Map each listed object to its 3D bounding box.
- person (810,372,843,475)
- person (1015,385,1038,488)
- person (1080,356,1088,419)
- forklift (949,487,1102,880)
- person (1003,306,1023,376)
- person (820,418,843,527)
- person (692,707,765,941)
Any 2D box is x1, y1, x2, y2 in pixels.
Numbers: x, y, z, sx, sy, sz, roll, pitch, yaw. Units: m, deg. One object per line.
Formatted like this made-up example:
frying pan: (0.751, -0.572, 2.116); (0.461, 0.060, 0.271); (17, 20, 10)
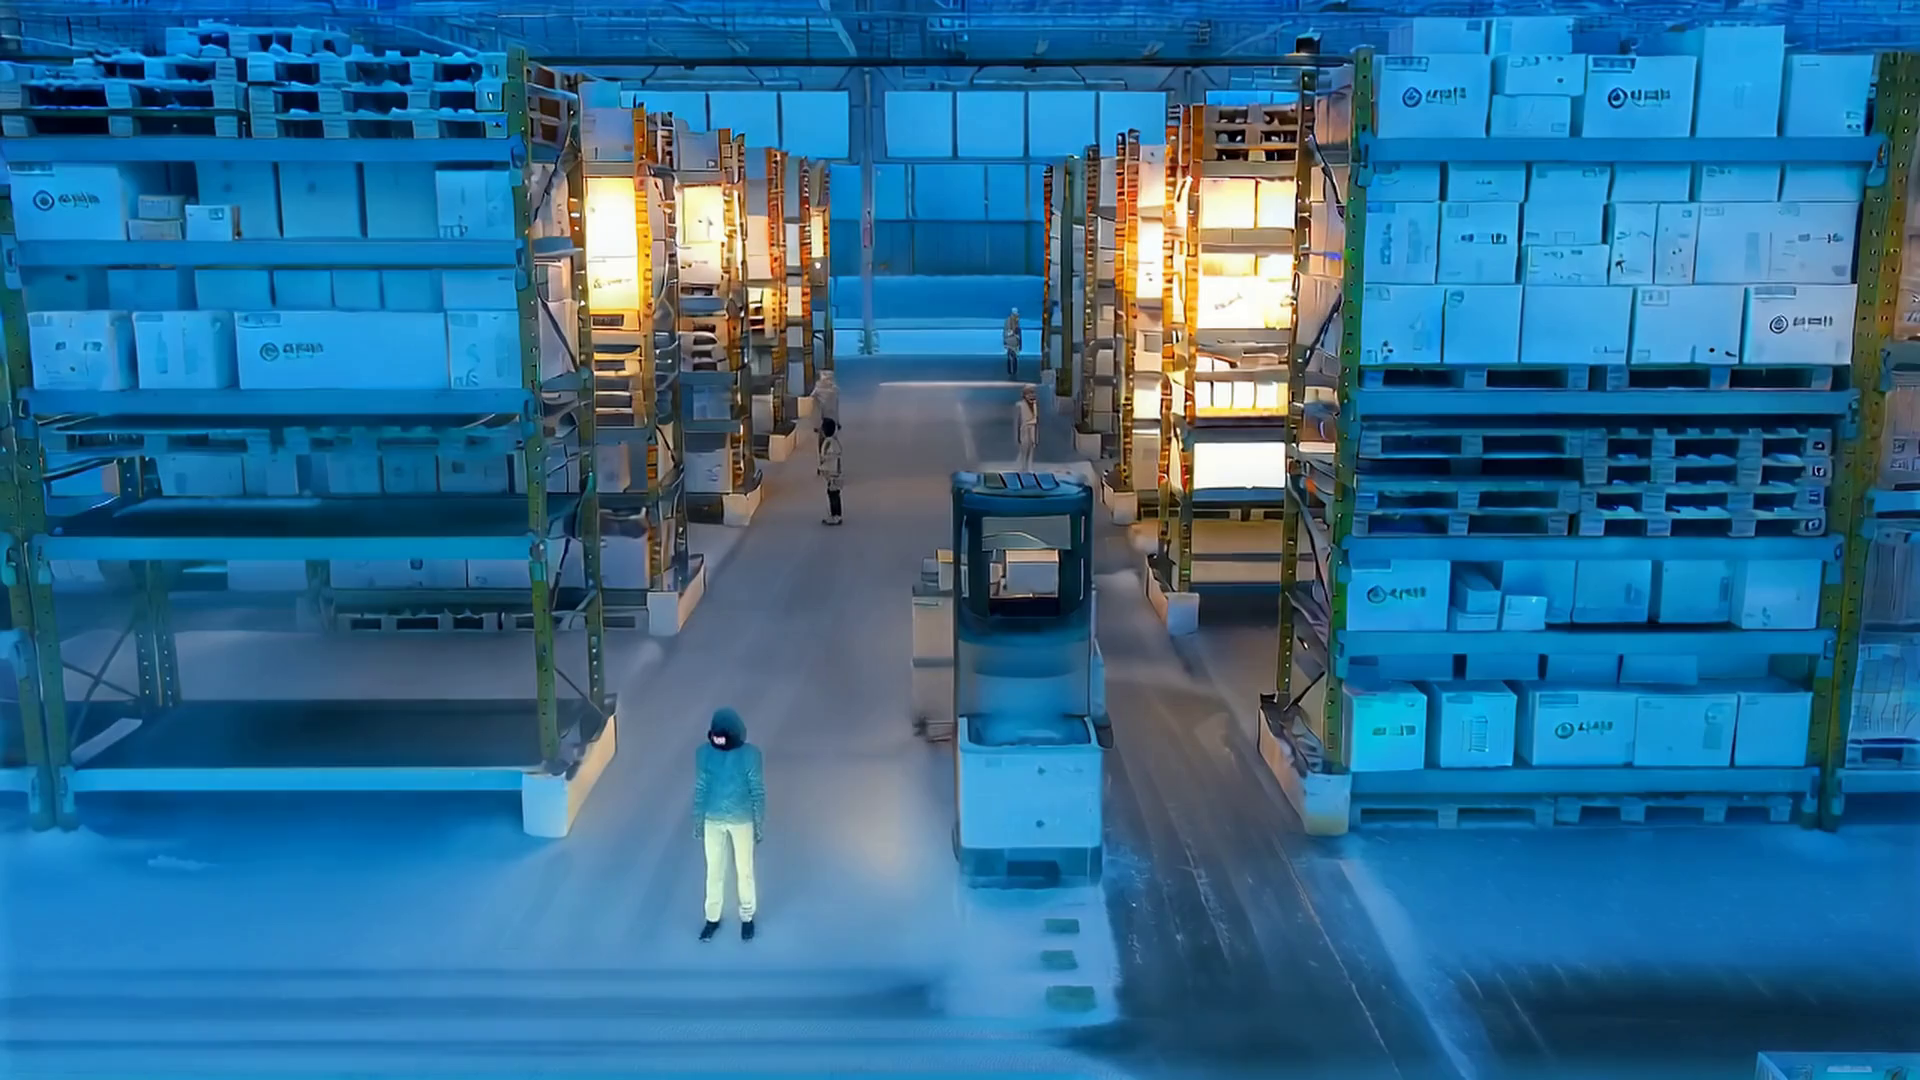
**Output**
person: (-2.445, -2.167, 30.851); (0.643, 1.913, 0.408); (-8, 14, -35)
person: (1.165, -1.801, 29.202); (0.375, 1.843, 0.575); (8, 14, 33)
person: (3.001, -3.495, 37.499); (0.659, 1.889, 0.739); (7, 14, 32)
forklift: (0.495, 0.986, 12.813); (1.129, 2.768, 1.873); (0, 11, -2)
person: (1.565, -5.839, 48.724); (0.614, 2.043, 0.373); (4, 12, 19)
person: (-2.013, -1.059, 25.917); (0.321, 1.692, 0.537); (-5, 13, -25)
person: (-1.568, 1.919, 11.292); (0.497, 1.633, 0.279); (1, 11, 4)
